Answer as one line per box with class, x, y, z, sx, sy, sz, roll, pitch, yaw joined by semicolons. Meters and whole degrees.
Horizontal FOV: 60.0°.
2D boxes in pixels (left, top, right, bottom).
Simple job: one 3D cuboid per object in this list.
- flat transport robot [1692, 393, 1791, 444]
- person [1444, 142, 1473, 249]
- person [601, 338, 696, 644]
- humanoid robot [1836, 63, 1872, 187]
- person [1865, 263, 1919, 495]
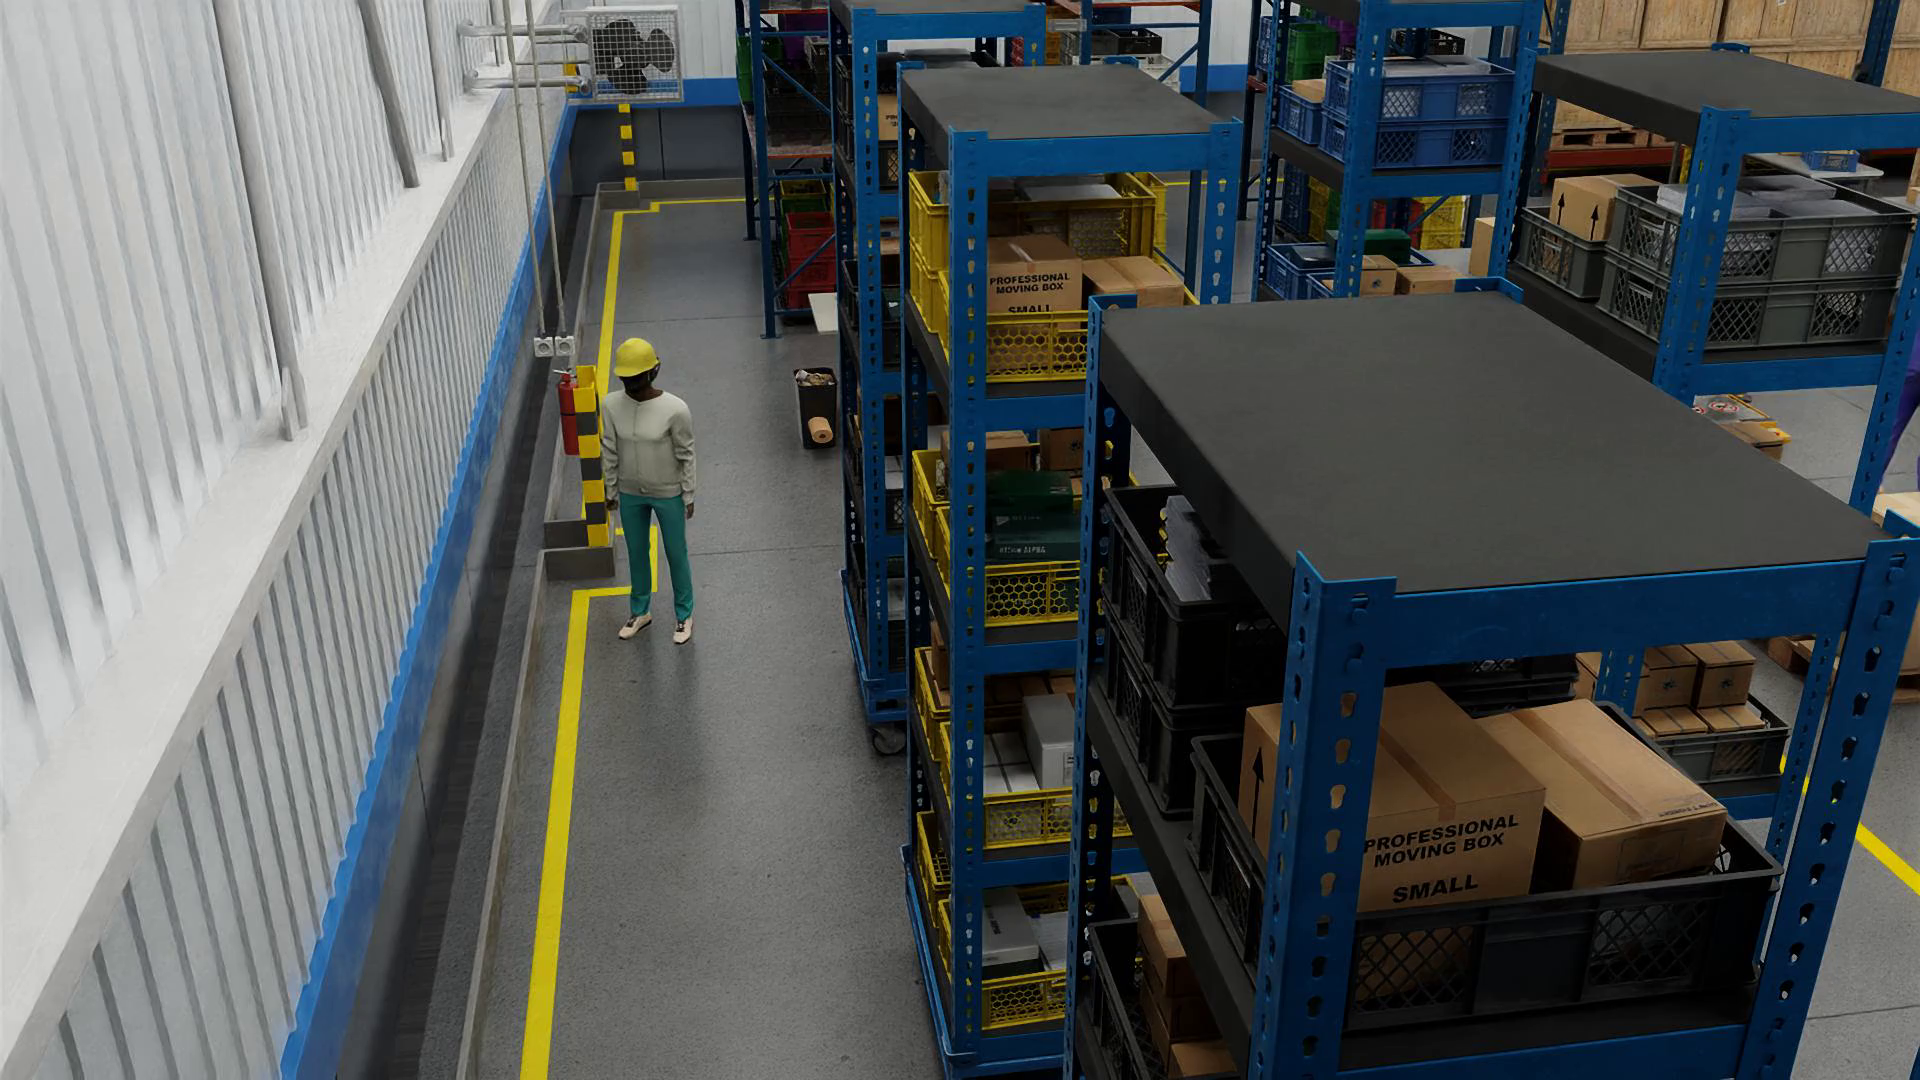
flat transport robot;5.224;-0.859;12.132;1.431;0.197;0.652;-4;25;-8
person;5.042;-3.791;16.610;0.574;1.882;0.356;-19;31;-35
person;-1.690;-0.256;9.061;0.527;1.767;0.328;5;25;12
humanoid robot;9.581;-4.385;18.152;0.720;1.628;0.489;18;30;34
person;6.237;-1.134;10.647;0.536;2.000;0.681;-21;32;-38
